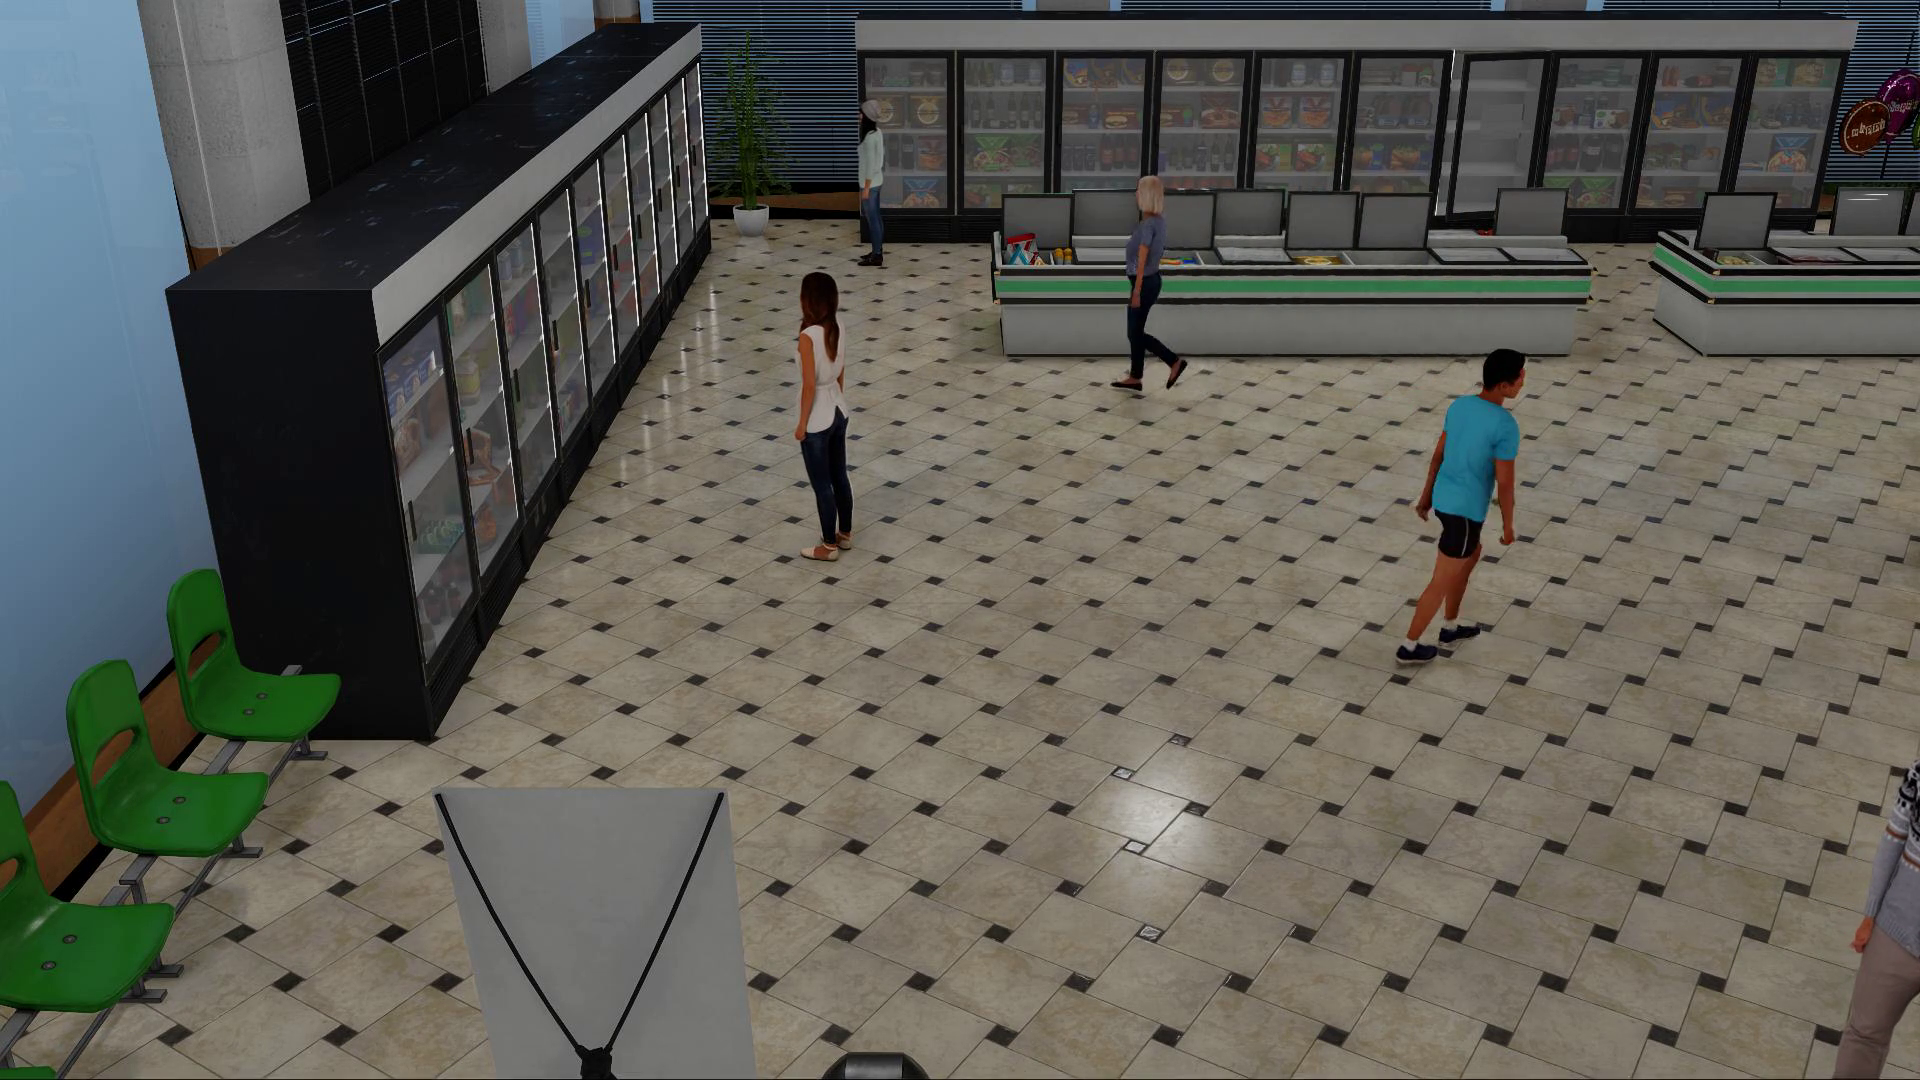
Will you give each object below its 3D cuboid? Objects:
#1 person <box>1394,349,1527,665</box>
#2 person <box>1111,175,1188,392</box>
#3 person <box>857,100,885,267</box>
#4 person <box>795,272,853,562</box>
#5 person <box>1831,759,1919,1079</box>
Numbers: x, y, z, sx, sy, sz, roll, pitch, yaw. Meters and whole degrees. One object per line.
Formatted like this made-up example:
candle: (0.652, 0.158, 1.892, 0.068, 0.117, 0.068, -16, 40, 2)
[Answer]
person: (2.553, -0.139, 8.715, 0.930, 1.737, 0.792, -12, 26, -26)
person: (1.505, -1.945, 12.878, 0.903, 1.709, 0.717, 6, 24, 14)
person: (-0.892, -3.593, 16.724, 0.529, 1.645, 0.585, 3, 24, 6)
person: (-0.812, -0.735, 10.018, 0.689, 1.785, 0.684, 13, 27, 27)
person: (3.159, 1.278, 5.325, 0.792, 1.858, 0.767, -17, 29, -34)
